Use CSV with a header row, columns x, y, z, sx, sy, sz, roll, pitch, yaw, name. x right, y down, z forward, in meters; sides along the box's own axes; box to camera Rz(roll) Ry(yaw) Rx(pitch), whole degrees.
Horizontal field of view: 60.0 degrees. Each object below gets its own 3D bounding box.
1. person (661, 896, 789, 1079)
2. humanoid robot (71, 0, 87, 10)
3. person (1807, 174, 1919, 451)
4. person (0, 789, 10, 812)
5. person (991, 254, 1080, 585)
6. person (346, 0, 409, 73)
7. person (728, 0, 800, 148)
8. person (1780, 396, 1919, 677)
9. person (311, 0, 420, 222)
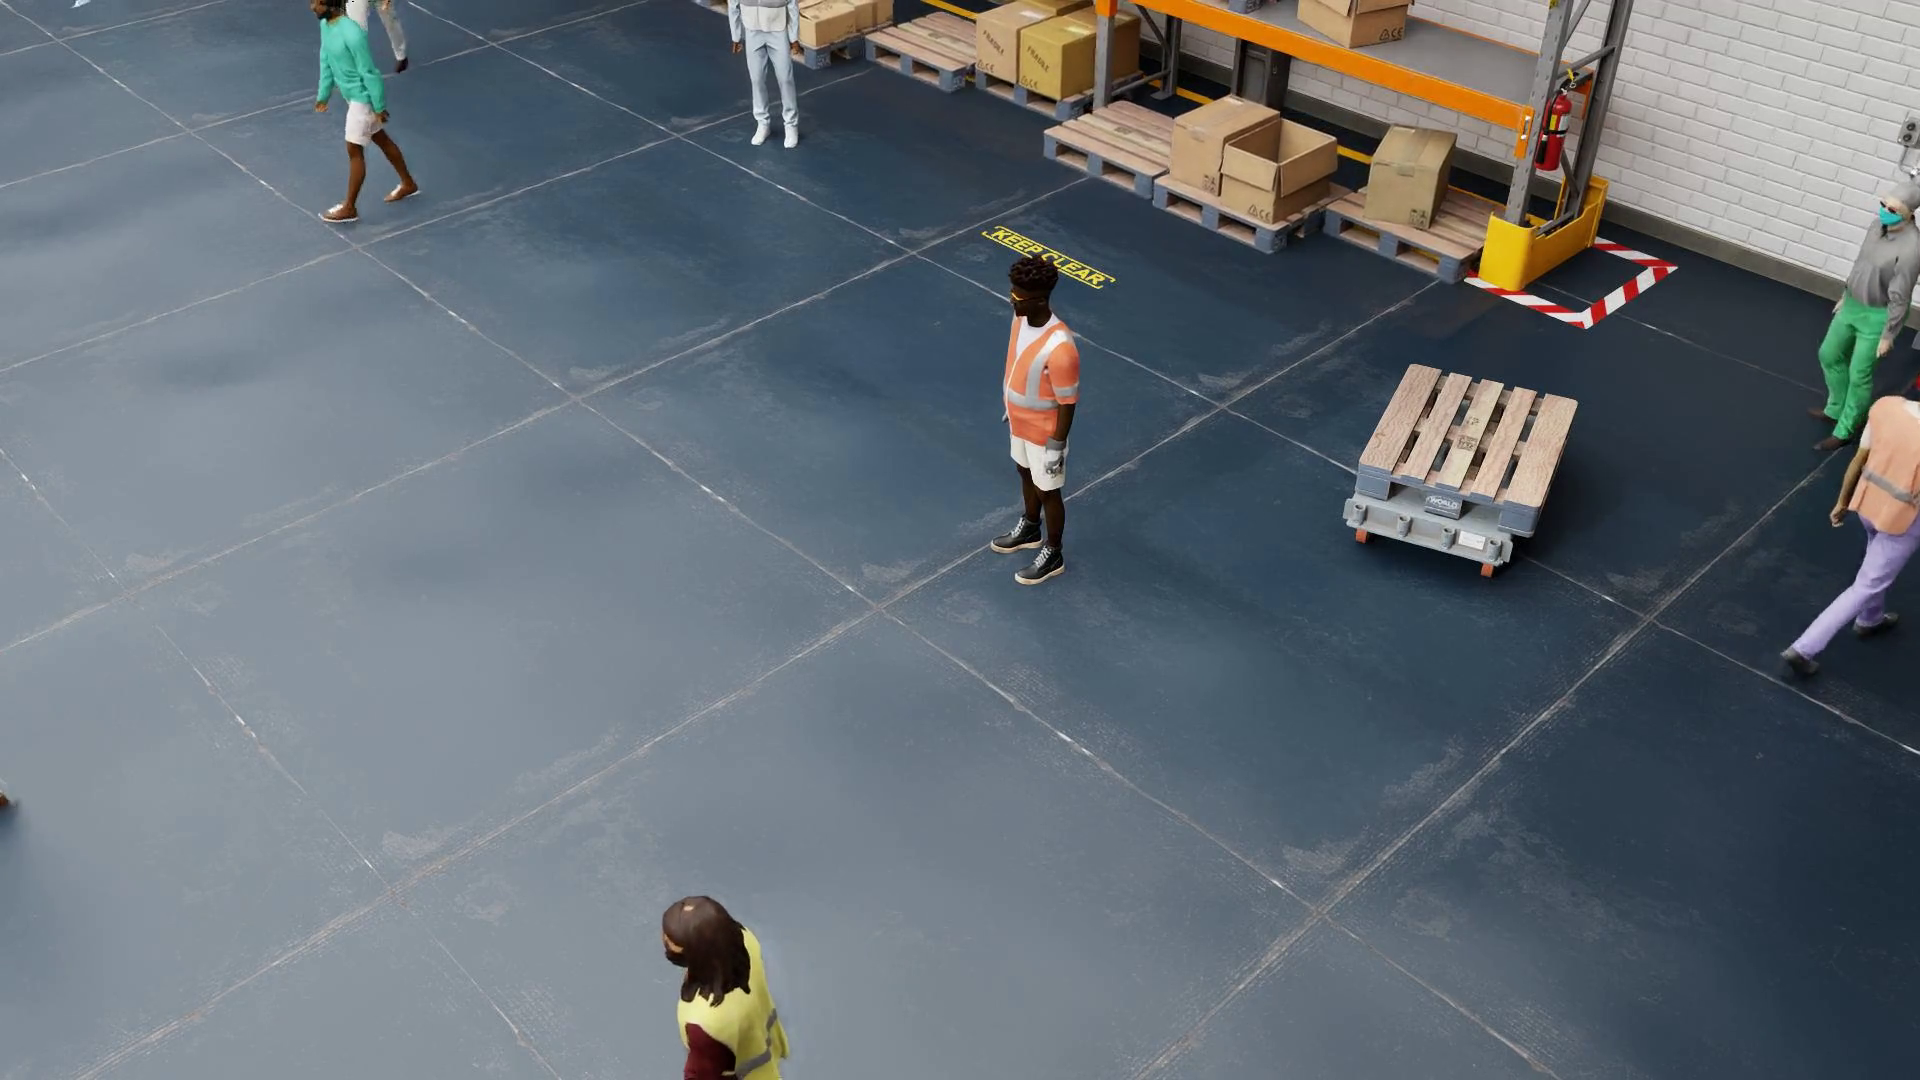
x,y,z,sx,sy,sz,roll,pitch,yaw,name
-0.837,1.871,5.858,0.973,1.712,0.485,1,37,2,person
-8.862,-6.279,16.640,0.558,1.786,0.818,3,37,4,humanoid robot
5.500,-1.385,10.071,0.384,1.835,0.562,-3,37,-4,person
-4.860,0.824,7.328,0.862,1.608,0.504,-30,46,-34,person
0.407,-0.645,8.981,0.362,1.963,0.611,-14,39,-18,person
-5.306,-4.918,14.840,0.542,1.738,0.953,3,37,4,person
-1.609,-4.202,13.743,0.596,1.907,0.410,4,37,6,person
4.691,-0.125,8.424,0.937,1.808,0.563,-13,39,-17,person
-4.682,-3.348,12.692,0.931,1.810,0.508,-25,44,-30,person
